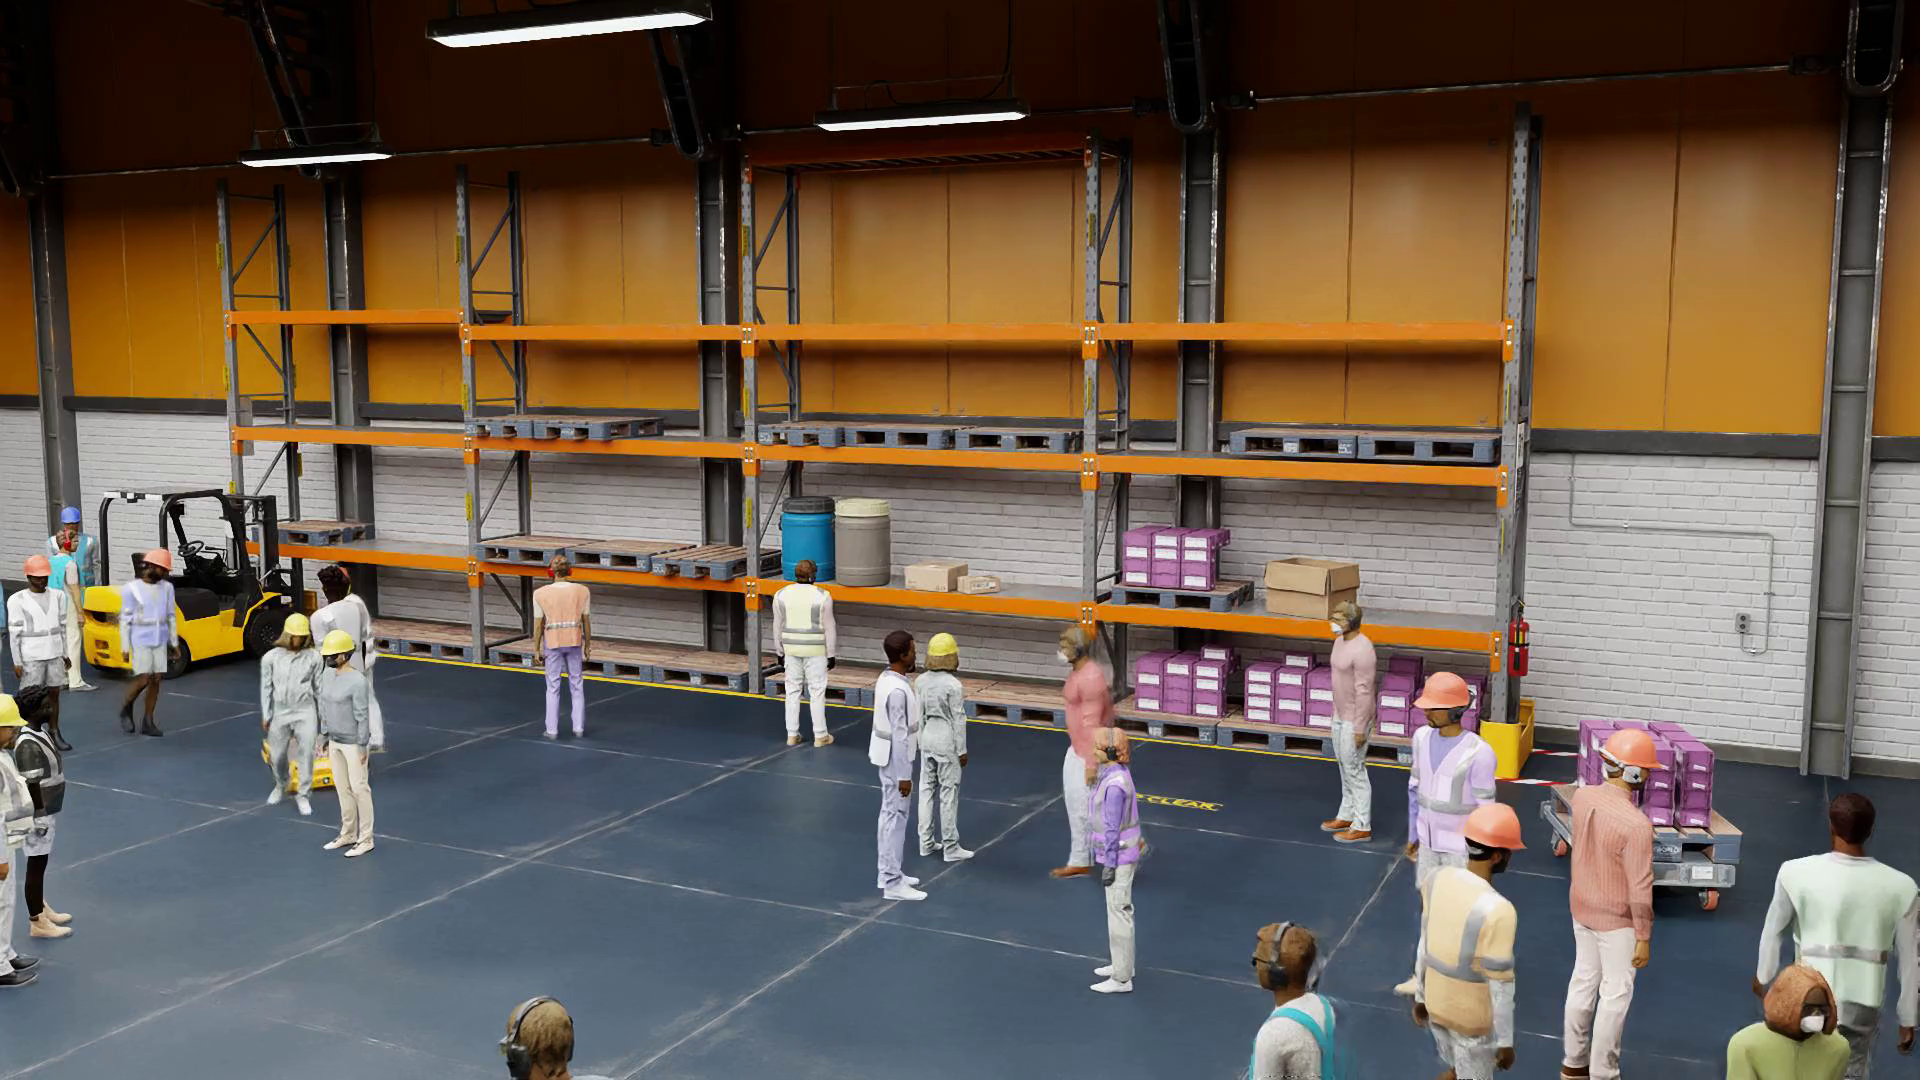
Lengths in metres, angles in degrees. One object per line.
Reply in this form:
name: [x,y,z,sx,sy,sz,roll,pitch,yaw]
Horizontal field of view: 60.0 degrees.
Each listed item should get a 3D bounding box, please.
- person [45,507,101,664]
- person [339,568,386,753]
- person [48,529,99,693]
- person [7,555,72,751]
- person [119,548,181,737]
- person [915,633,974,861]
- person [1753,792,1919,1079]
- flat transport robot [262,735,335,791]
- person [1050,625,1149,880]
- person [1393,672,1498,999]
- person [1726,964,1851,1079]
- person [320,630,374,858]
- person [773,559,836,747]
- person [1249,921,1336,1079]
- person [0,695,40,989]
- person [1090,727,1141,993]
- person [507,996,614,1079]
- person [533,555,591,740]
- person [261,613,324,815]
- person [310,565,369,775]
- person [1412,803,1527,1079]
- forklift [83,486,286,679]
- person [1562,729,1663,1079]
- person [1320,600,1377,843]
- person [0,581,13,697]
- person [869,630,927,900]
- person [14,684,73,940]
person: [-10.791,0.565,20.267,0.604,1.949,0.384,-5,8,-34]
person: [-5.783,1.174,15.698,0.609,1.852,0.583,-1,7,-8]
person: [-10.050,0.800,18.737,0.567,1.846,0.389,5,9,38]
person: [-8.774,1.098,15.912,0.373,1.934,0.551,4,8,31]
person: [-8.129,1.030,16.678,0.435,1.892,0.568,4,8,32]
person: [-0.130,1.576,12.745,0.484,1.746,0.291,6,9,42]
person: [4.096,2.108,7.819,0.614,1.881,0.893,2,7,13]
flat transport robot: [-5.948,2.004,15.245,0.652,0.197,1.431,-4,8,-31]
person: [1.006,1.566,12.146,0.621,1.916,0.655,-1,7,-9]
person: [2.867,1.782,9.839,0.395,2.040,0.609,-4,8,-30]
person: [3.196,2.413,6.475,0.505,1.587,0.848,0,7,1]
person: [-4.751,1.560,12.836,0.526,1.762,0.343,5,9,36]
person: [-1.505,1.099,16.288,0.629,1.842,0.429,2,7,16]
person: [1.266,2.333,6.287,0.959,1.802,0.523,4,8,29]
person: [-5.906,1.846,10.218,0.403,1.818,0.606,-4,8,-30]
person: [0.948,1.945,10.180,0.316,1.629,0.509,1,7,5]
person: [-1.286,2.393,5.275,0.372,1.927,0.635,4,8,30]
person: [-3.940,1.074,16.528,0.562,1.838,0.387,-3,8,-25]
person: [-5.600,1.440,13.986,0.506,1.712,0.605,-3,8,-23]
person: [-5.569,1.204,14.929,0.371,1.962,0.603,3,8,26]
person: [2.284,2.122,7.520,0.498,1.916,0.587,-3,7,-21]
forklift: [-9.426,0.454,20.179,1.214,2.155,2.313,3,8,26]
person: [3.412,1.955,8.677,0.411,1.980,0.625,-2,7,-13]
person: [3.111,1.430,13.218,0.369,1.931,0.637,-1,7,-5]
person: [-10.735,0.959,18.312,0.525,1.633,0.313,2,7,16]
person: [-0.454,1.604,11.874,0.387,1.928,0.611,-1,7,-10]
person: [-6.137,1.800,11.092,0.318,1.697,0.535,-3,8,-26]
